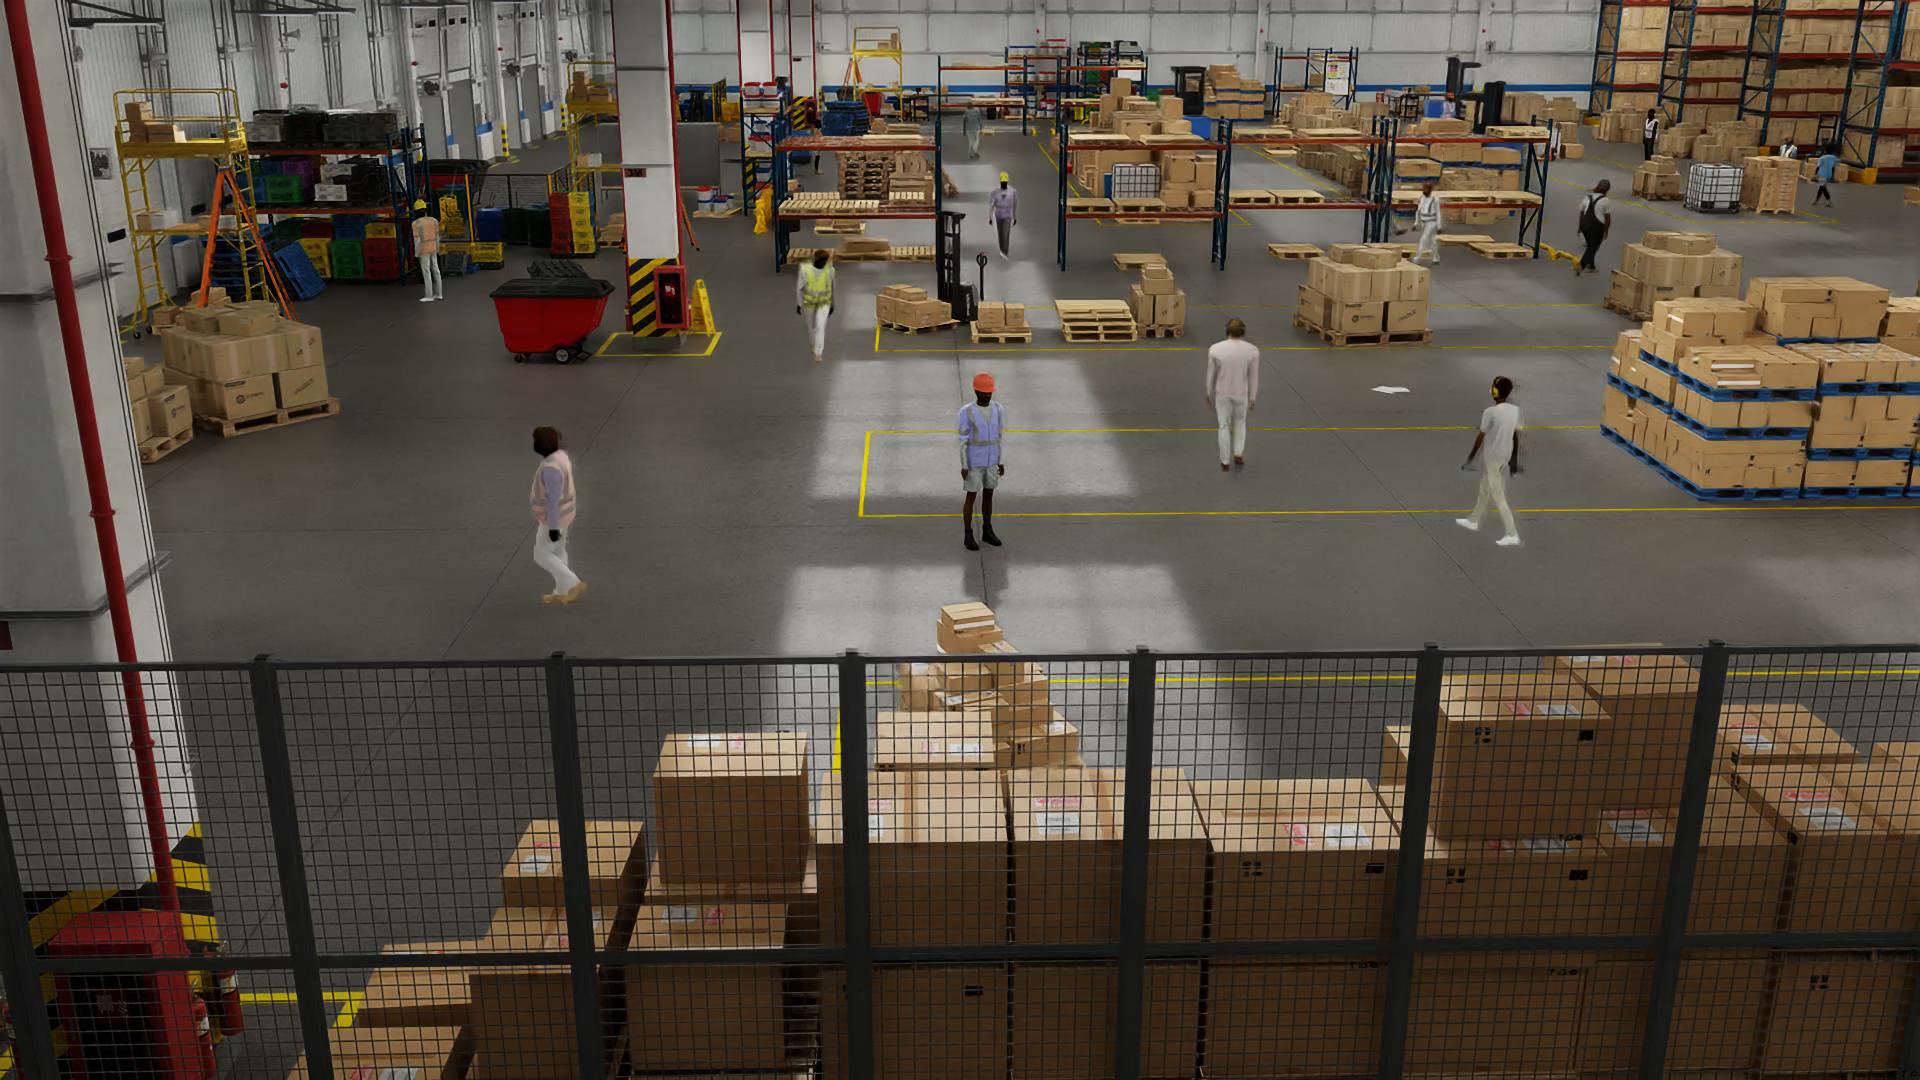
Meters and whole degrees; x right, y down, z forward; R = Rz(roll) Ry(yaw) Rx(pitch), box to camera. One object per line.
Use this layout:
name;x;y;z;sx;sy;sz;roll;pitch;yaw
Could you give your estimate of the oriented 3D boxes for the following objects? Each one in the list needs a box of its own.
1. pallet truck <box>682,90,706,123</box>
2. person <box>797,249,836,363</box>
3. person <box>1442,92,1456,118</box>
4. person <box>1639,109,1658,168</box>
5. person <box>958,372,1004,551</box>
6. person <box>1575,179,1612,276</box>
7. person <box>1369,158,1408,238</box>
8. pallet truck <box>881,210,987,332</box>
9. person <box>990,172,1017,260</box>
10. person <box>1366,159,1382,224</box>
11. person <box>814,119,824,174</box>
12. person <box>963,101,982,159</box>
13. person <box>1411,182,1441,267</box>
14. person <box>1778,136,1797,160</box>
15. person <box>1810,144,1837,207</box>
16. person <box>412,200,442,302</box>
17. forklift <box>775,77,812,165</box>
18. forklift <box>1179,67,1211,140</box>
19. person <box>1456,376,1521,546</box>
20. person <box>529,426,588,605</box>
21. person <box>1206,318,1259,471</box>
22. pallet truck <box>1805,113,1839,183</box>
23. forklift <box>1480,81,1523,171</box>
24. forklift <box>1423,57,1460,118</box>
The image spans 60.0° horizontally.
pallet truck;-9.671;-15.907;62.421;0.823;1.965;1.885;5;19;15
person;-2.308;-3.833;26.935;0.631;1.789;0.962;0;19;-1
person;18.172;-15.722;62.013;0.549;1.920;0.599;-10;21;-28
person;22.412;-13.023;54.004;0.390;1.912;0.589;-3;19;-8
person;0.245;-0.854;17.857;0.543;1.939;0.355;-11;22;-30
person;13.074;-6.493;34.426;0.894;2.000;0.719;-10;21;-26
person;10.221;-8.099;39.423;1.023;1.884;0.642;-1;19;-3
pallet truck;-0.493;-4.759;29.349;1.885;1.965;0.823;-13;23;-34
person;0.959;-7.167;36.665;0.600;1.893;0.928;1;19;4
person;10.422;-8.705;41.608;0.521;1.640;0.307;17;25;41
person;-4.473;-12.416;52.526;0.317;1.695;0.540;-3;19;-8
person;0.412;-14.058;57.052;0.656;1.925;0.450;-2;19;-7
person;9.931;-6.687;35.346;1.017;1.824;0.561;-7;20;-21
person;23.580;-10.688;47.491;0.309;1.640;0.513;-14;23;-35
person;23.464;-9.871;45.032;0.533;1.664;0.803;-7;20;-21
person;-10.165;-5.497;31.664;0.380;1.917;0.586;11;22;30
forklift;-5.917;-13.894;55.089;1.873;2.768;1.129;-1;19;-1
forklift;8.564;-16.052;61.490;1.129;2.768;1.873;-3;19;-9
person;5.839;-0.873;18.107;0.533;1.823;0.989;-12;22;-32
person;-3.946;-0.220;16.145;0.444;1.824;0.647;-2;19;-6
person;3.385;-1.835;20.805;0.630;1.921;0.594;1;19;3
pallet truck;26.403;-11.957;50.702;0.823;1.965;1.885;6;19;16
forklift;16.868;-13.122;52.798;1.873;2.768;1.129;14;23;36
forklift;20.270;-18.501;68.755;1.873;2.768;1.129;2;19;5
